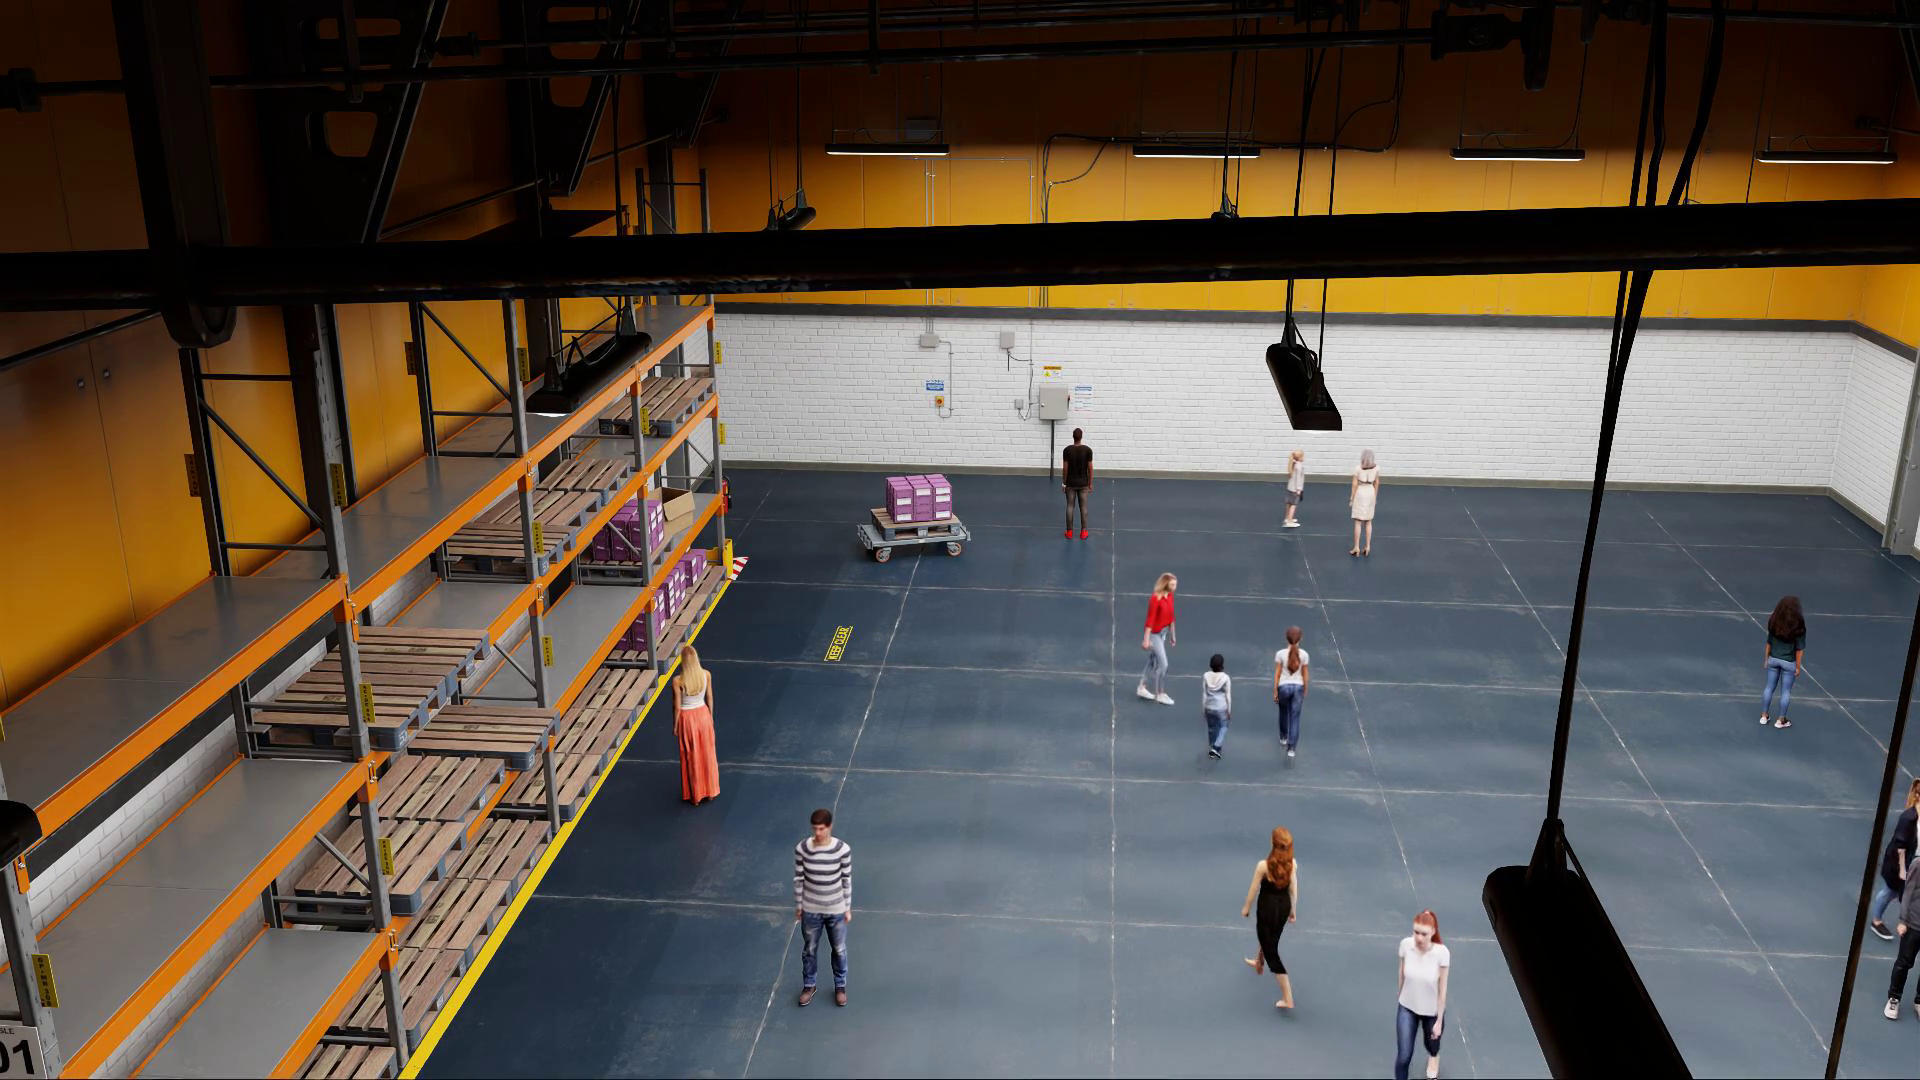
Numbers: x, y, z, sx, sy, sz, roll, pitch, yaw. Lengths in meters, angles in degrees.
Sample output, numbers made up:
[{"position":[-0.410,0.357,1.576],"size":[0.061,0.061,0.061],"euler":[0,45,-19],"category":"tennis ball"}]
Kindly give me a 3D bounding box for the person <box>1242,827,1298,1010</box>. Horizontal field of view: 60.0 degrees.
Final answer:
[{"position":[2.743,3.286,14.368],"size":[0.949,1.580,1.169],"euler":[-9,21,-24],"category":"person"}]

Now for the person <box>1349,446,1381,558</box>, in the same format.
[{"position":[6.238,-0.598,25.656],"size":[0.645,1.736,0.613],"euler":[-3,19,-7],"category":"person"}]

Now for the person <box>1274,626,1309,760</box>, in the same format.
[{"position":[3.781,1.758,18.986],"size":[0.574,1.528,1.063],"euler":[3,19,10],"category":"person"}]

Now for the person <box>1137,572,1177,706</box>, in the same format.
[{"position":[2.358,1.175,20.487],"size":[0.896,1.676,0.864],"euler":[15,24,38],"category":"person"}]

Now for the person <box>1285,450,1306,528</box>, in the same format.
[{"position":[5.473,-0.861,27.167],"size":[0.581,1.271,0.470],"euler":[0,19,0],"category":"person"}]

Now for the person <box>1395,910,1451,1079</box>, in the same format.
[{"position":[3.651,3.664,13.050],"size":[0.835,1.706,1.183],"euler":[9,20,24],"category":"person"}]

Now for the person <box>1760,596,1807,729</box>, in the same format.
[{"position":[9.792,1.439,19.799],"size":[0.766,1.614,0.714],"euler":[-17,25,-41],"category":"person"}]

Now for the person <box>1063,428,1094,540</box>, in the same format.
[{"position":[1.864,-0.907,26.467],"size":[0.638,1.806,0.528],"euler":[1,19,2],"category":"person"}]

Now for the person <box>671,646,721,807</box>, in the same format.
[{"position":[-2.854,1.986,17.877],"size":[0.733,1.805,0.764],"euler":[-10,21,-27],"category":"person"}]

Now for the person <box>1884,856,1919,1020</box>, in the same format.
[{"position":[8.237,3.264,14.151],"size":[0.670,1.760,0.624],"euler":[7,20,19],"category":"person"}]

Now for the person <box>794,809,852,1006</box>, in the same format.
[{"position":[-1.173,3.147,14.355],"size":[0.640,1.853,0.518],"euler":[1,19,4],"category":"person"}]

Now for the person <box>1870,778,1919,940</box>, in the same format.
[{"position":[8.667,2.922,15.325],"size":[0.782,1.660,0.858],"euler":[-5,19,-14],"category":"person"}]

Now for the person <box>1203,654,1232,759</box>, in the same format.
[{"position":[2.913,1.917,18.944],"size":[0.578,1.254,0.669],"euler":[9,20,24],"category":"person"}]
